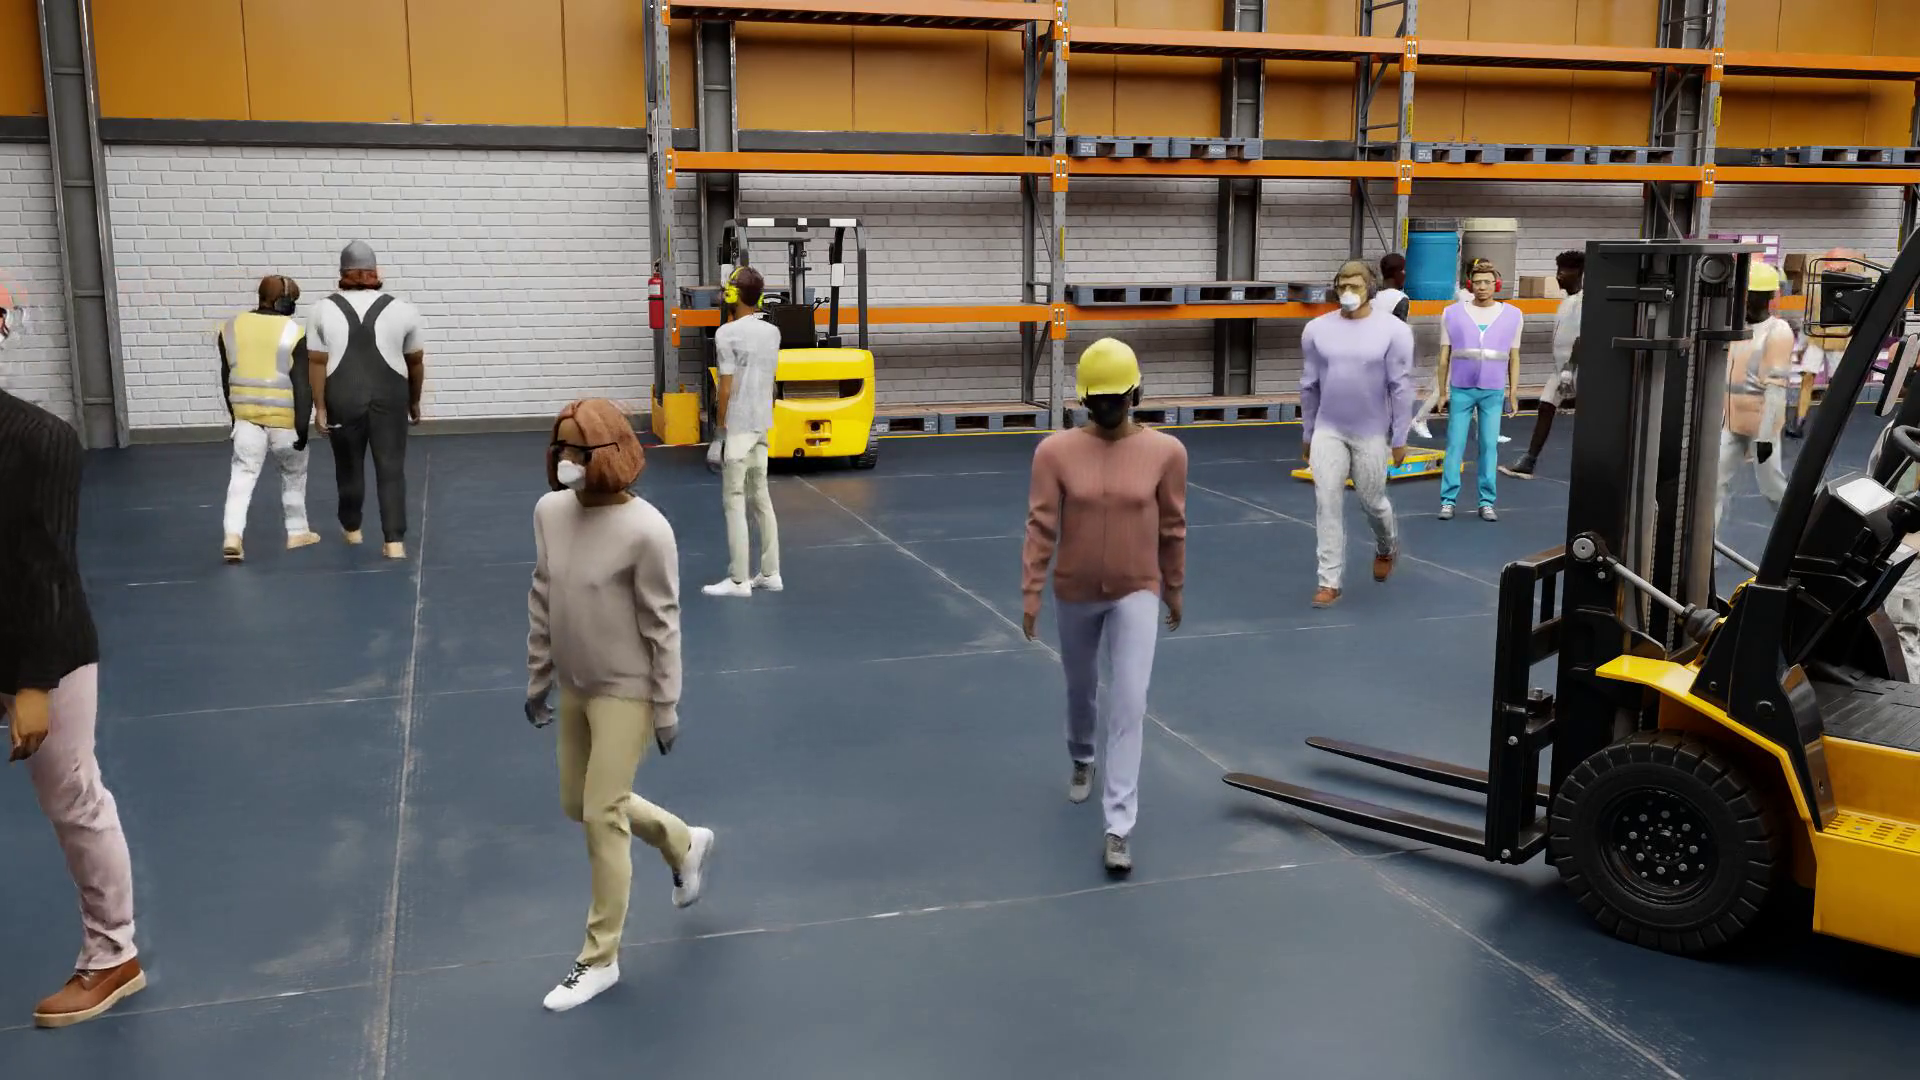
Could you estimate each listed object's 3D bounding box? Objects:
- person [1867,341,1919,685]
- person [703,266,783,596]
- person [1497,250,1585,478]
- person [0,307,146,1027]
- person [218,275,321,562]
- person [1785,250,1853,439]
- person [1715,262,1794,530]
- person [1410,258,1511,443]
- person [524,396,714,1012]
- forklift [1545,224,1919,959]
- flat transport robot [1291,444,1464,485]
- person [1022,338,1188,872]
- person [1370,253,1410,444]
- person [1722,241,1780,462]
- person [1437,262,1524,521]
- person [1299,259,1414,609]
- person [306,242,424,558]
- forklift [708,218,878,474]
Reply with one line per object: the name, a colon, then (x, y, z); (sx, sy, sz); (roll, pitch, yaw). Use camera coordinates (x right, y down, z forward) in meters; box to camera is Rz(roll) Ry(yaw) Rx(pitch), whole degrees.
person: (3.626, 0.053, 6.380); (0.511, 1.641, 0.309); (-10, 14, -42)
person: (-1.224, -0.599, 9.396); (0.405, 1.855, 0.578); (7, 12, 33)
person: (5.065, -1.433, 13.790); (0.997, 1.919, 0.627); (-1, 10, -4)
person: (-2.418, 0.330, 4.001); (0.616, 1.959, 0.923); (3, 11, 16)
person: (-4.378, -0.770, 10.506); (0.652, 1.797, 0.936); (1, 10, 3)
person: (8.561, -1.918, 16.509); (0.595, 1.882, 0.923); (10, 14, 43)
person: (4.740, -0.707, 9.898); (0.964, 1.886, 0.598); (-1, 10, -3)
person: (4.998, -1.895, 16.586); (1.002, 1.823, 0.507); (10, 14, 44)
person: (-0.915, 0.402, 4.524); (0.508, 1.613, 0.643); (8, 13, 37)
forklift: (2.909, 0.117, 4.508); (2.313, 2.155, 1.214); (9, 14, 40)
flat transport robot: (3.506, -0.639, 13.927); (1.431, 0.197, 0.652); (-8, 13, -36)
person: (0.487, 0.162, 5.602); (0.538, 1.708, 0.968); (1, 10, 7)
person: (3.633, -1.538, 14.432); (0.863, 1.894, 0.597); (-3, 11, -18)
person: (7.022, -1.681, 14.946); (0.617, 1.986, 0.408); (1, 10, 8)
person: (3.703, -1.055, 11.889); (0.564, 1.846, 0.390); (2, 11, 13)
person: (2.220, -0.609, 9.289); (0.635, 1.912, 0.868); (6, 12, 29)
person: (-3.795, -0.930, 10.670); (0.693, 2.000, 0.986); (-3, 11, -18)
forklift: (-1.522, -1.778, 14.899); (1.214, 2.155, 2.313); (-3, 11, -17)
